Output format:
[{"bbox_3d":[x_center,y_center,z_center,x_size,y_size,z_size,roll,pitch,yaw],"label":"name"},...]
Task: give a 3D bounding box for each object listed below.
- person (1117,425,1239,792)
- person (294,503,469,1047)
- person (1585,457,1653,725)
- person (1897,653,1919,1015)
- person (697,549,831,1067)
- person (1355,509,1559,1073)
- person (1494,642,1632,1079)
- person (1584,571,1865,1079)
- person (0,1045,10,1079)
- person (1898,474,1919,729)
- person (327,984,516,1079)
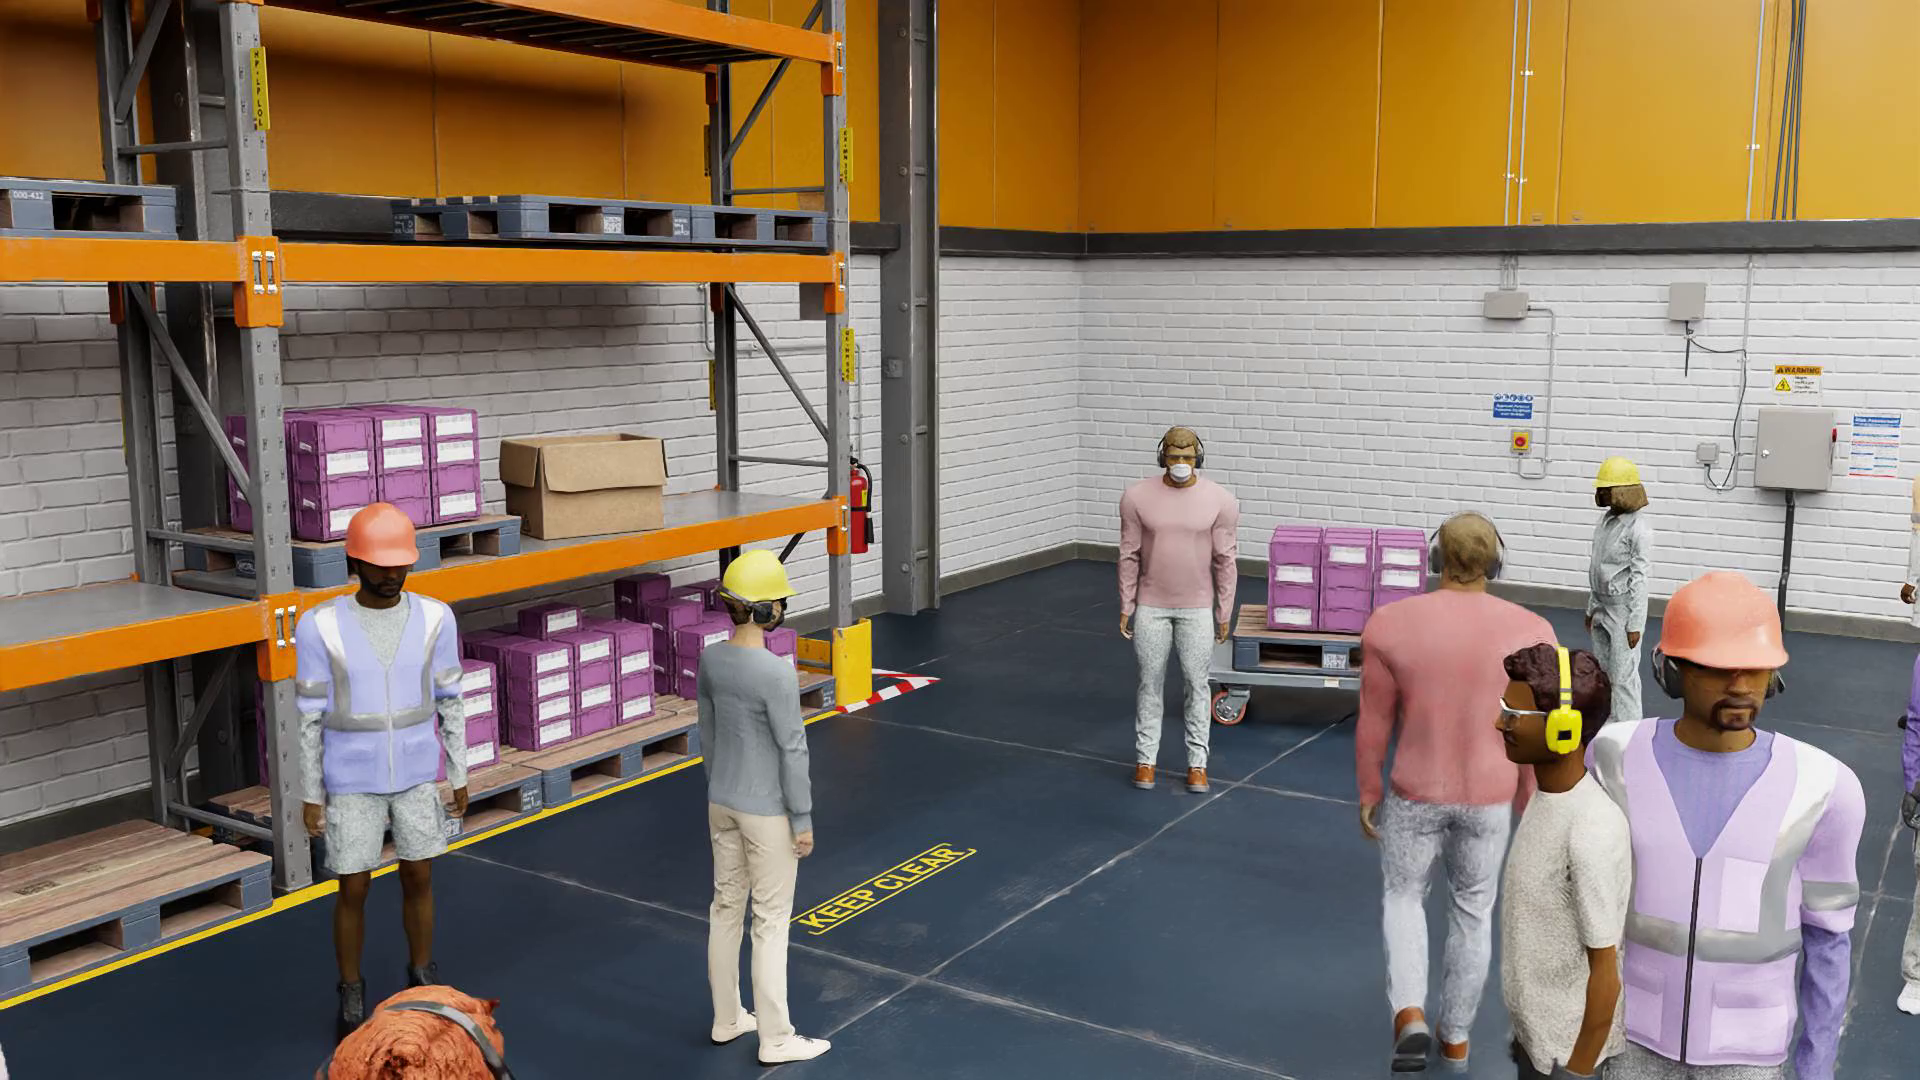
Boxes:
[{"bbox_3d":[1.137,0.360,8.743,0.625,1.933,0.375,2,9,12],"label":"person"},{"bbox_3d":[-1.990,0.821,5.789,0.562,1.925,0.417,-5,10,-31],"label":"person"},{"bbox_3d":[3.548,0.412,9.045,0.318,1.737,0.486,-1,9,-5],"label":"person"},{"bbox_3d":[3.648,0.941,5.944,0.513,1.631,0.318,6,11,35],"label":"person"},{"bbox_3d":[-0.690,0.909,5.698,0.524,1.769,0.308,8,12,44],"label":"person"},{"bbox_3d":[1.623,0.863,5.492,0.630,1.927,0.593,2,9,14],"label":"person"},{"bbox_3d":[1.334,1.153,3.780,0.325,1.871,0.516,1,9,9],"label":"person"},{"bbox_3d":[1.620,1.078,3.692,0.614,2.046,0.366,5,10,28],"label":"person"},{"bbox_3d":[-2.266,1.219,3.462,0.643,1.829,0.449,5,10,32],"label":"person"},{"bbox_3d":[5.826,0.192,9.801,0.550,1.935,0.376,0,9,0],"label":"person"},{"bbox_3d":[-0.623,1.443,2.033,0.589,1.832,1.014,2,9,11],"label":"person"}]
